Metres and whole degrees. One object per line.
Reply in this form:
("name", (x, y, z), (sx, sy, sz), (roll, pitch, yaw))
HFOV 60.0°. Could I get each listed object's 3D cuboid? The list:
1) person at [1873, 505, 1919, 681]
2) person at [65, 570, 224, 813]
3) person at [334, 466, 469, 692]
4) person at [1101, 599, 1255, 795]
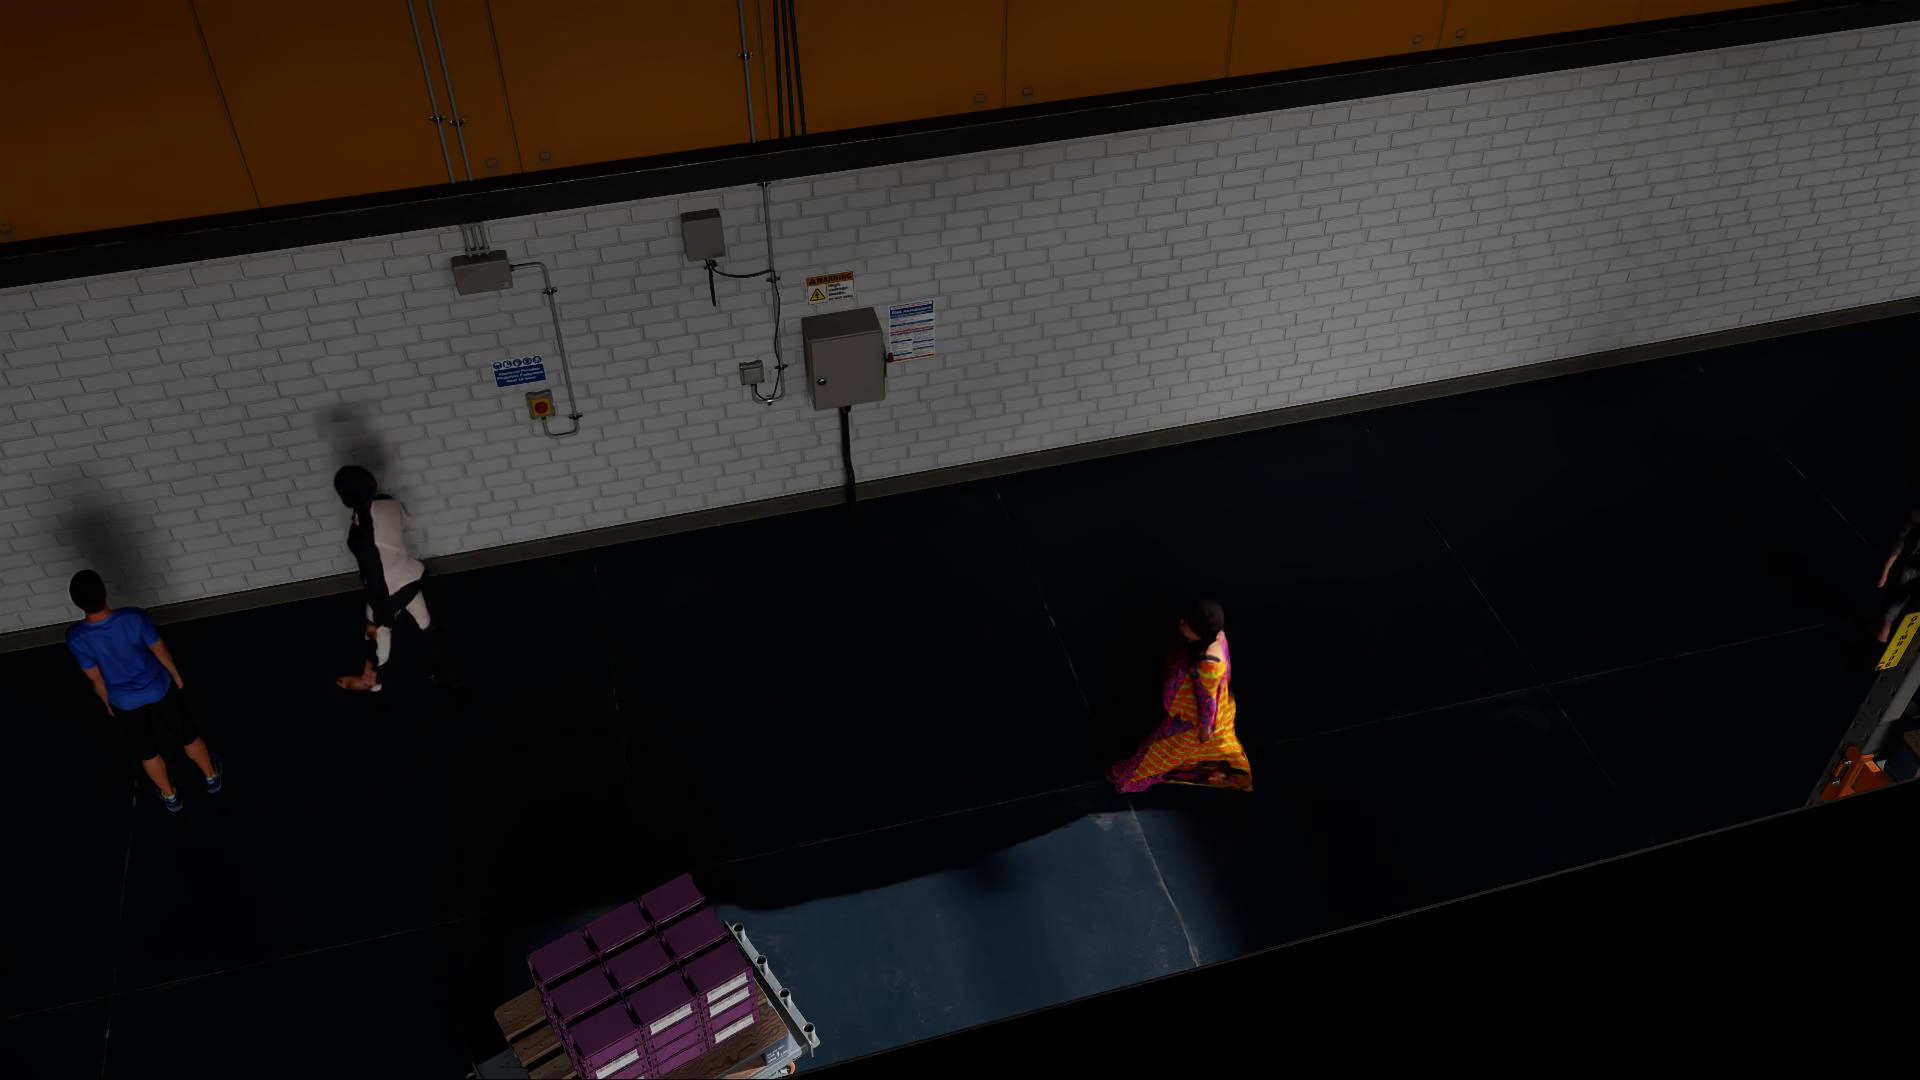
("person", (6.222, 0.179, 10.716), (0.914, 1.631, 0.965), (18, 47, 18))
("person", (-4.826, 0.894, 9.793), (0.671, 1.869, 0.656), (-23, 48, -22))
("person", (-3.461, 0.312, 10.410), (1.041, 1.860, 1.109), (6, 44, 6))
("person", (1.465, 0.966, 9.882), (1.020, 1.643, 1.208), (5, 44, 5))
